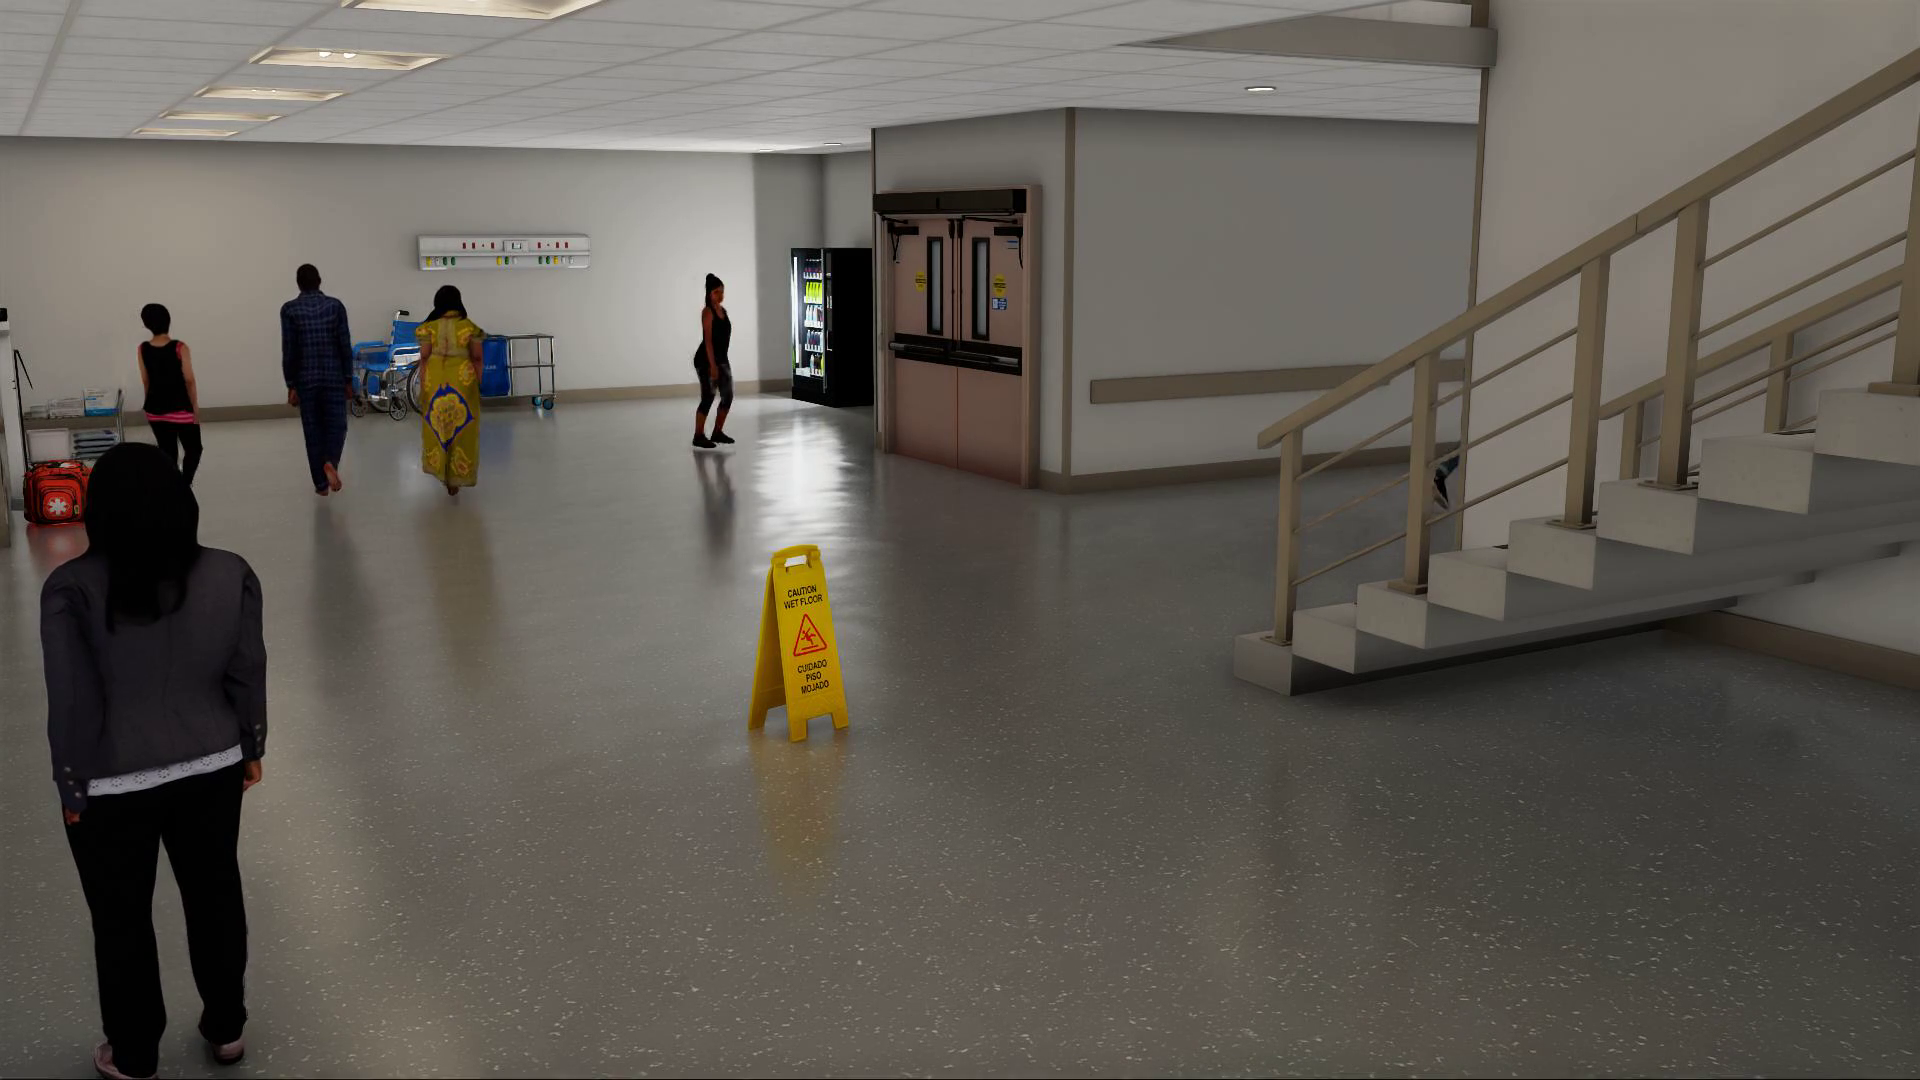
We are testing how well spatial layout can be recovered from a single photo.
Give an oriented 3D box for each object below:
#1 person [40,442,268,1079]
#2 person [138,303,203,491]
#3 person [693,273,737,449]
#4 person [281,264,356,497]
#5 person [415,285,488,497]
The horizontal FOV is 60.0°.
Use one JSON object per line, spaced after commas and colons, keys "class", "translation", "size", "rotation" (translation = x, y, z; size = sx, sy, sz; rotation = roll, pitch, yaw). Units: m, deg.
{"class": "person", "translation": [-1.980, 0.554, 4.095], "size": [0.742, 1.598, 0.739], "rotation": [10, 15, 44]}
{"class": "person", "translation": [-5.823, -0.951, 12.200], "size": [0.674, 1.532, 0.761], "rotation": [-1, 11, -4]}
{"class": "person", "translation": [-2.387, -1.682, 15.735], "size": [0.814, 1.652, 0.757], "rotation": [2, 11, 13]}
{"class": "person", "translation": [-4.914, -1.197, 12.782], "size": [0.766, 1.799, 0.969], "rotation": [-4, 11, -20]}
{"class": "person", "translation": [-3.969, -1.140, 12.976], "size": [0.973, 1.615, 1.161], "rotation": [-2, 11, -12]}
